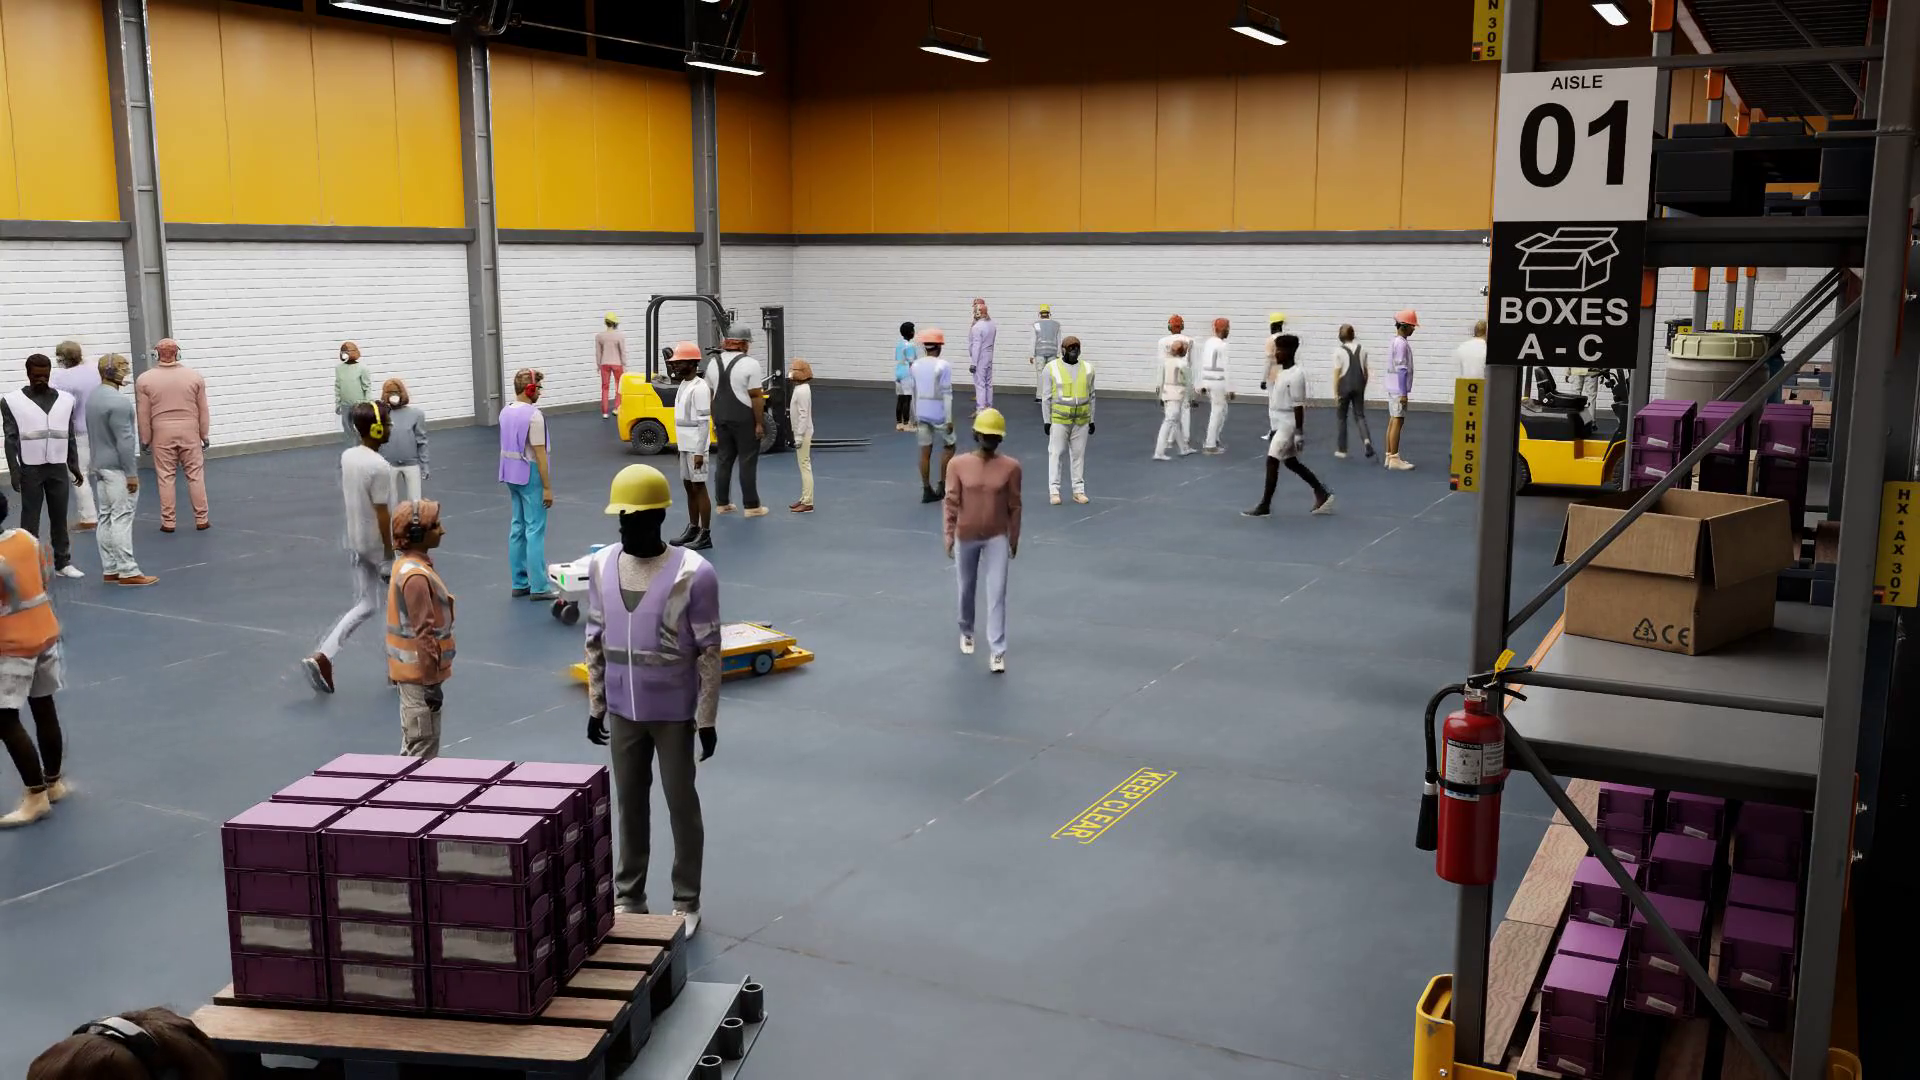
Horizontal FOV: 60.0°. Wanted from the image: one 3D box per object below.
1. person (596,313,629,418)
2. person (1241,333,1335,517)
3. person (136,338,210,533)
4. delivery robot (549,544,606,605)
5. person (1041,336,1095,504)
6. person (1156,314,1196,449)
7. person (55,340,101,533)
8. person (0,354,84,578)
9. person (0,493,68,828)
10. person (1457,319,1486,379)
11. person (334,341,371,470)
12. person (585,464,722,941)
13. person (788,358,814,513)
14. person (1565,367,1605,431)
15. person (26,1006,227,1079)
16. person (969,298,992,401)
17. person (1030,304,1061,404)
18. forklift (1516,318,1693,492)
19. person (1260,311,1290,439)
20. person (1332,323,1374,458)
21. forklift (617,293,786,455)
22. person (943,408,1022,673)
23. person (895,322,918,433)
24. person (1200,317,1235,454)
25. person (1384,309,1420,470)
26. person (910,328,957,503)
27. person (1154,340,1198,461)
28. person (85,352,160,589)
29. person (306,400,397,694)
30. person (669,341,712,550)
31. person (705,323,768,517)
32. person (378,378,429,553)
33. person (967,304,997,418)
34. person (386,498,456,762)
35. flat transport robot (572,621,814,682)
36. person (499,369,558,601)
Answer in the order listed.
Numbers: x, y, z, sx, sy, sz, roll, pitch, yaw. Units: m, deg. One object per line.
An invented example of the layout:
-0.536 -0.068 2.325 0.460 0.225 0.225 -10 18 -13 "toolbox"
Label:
-5.774 -2.886 27.619 0.606 1.752 0.375 2 10 13 "person"
3.458 -1.190 17.298 0.949 1.936 0.616 0 10 1 "person"
-7.739 -1.027 16.405 0.636 1.911 0.405 -5 11 -28 "person"
-2.708 0.276 12.504 0.707 0.478 0.477 -5 11 -28 "delivery robot"
1.203 -1.313 18.245 0.626 1.846 0.429 -3 10 -17 "person"
3.038 -2.227 23.411 0.573 1.887 0.355 -3 10 -16 "person"
-8.579 -1.014 16.386 0.370 1.903 0.670 4 10 20 "person"
-7.684 -0.605 13.947 0.391 1.914 0.587 7 12 34 "person"
-4.588 0.527 8.114 0.317 1.669 0.622 0 10 -1 "person"
6.590 -1.838 21.071 0.463 1.914 0.643 -7 12 -37 "person"
-7.690 -1.697 21.073 0.498 1.634 0.283 3 10 15 "person"
-1.232 0.652 6.627 0.587 1.928 0.381 4 10 21 "person"
-1.694 -1.110 17.671 0.279 1.636 0.501 -1 10 -6 "person"
9.668 -2.596 25.716 0.596 1.827 0.403 6 11 29 "person"
-0.978 1.472 2.141 0.644 1.838 0.435 3 10 18 "person"
0.363 -3.531 30.917 0.401 1.905 0.642 3 10 16 "person"
1.554 -3.397 30.376 0.587 1.822 0.403 -2 10 -13 "person"
7.066 -1.601 18.899 2.313 2.155 1.214 5 11 27 "forklift"
4.693 -2.402 24.391 0.528 1.907 0.585 9 13 43 "person"
5.233 -1.962 22.095 0.527 1.816 0.697 -2 10 -10 "person"
-3.588 -2.317 23.042 2.313 2.155 1.214 -1 10 -5 "forklift"
0.150 -0.021 11.135 0.523 1.728 0.865 0 10 0 "person"
-0.824 -2.497 25.524 0.321 1.695 0.537 -4 11 -24 "person"
3.561 -2.096 22.701 0.540 1.865 0.607 -3 10 -18 "person"
5.614 -1.910 21.136 0.378 2.040 0.607 1 10 6 "person"
-0.254 -1.376 18.364 0.580 1.923 0.540 7 12 34 "person"
2.915 -1.853 22.074 0.857 1.593 0.524 -5 11 -28 "person"
-6.940 -0.571 13.687 0.629 1.937 0.379 9 13 42 "person"
-3.697 0.051 10.348 0.522 1.849 0.735 8 12 38 "person"
-2.501 -0.872 15.424 0.357 1.938 0.542 -6 11 -30 "person"
-2.306 -1.275 17.455 0.699 2.000 0.538 6 12 32 "person"
-5.084 -0.658 15.089 0.503 1.626 0.280 -4 10 -20 "person"
0.341 -2.972 27.661 0.410 1.911 0.640 5 11 28 "person"
-2.458 0.625 7.616 0.308 1.641 0.516 -4 11 -24 "person"
-1.726 0.751 10.843 1.431 0.197 0.652 -8 12 -38 "flat transport robot"
-3.427 -0.433 13.165 0.564 1.839 0.390 9 13 43 "person"
